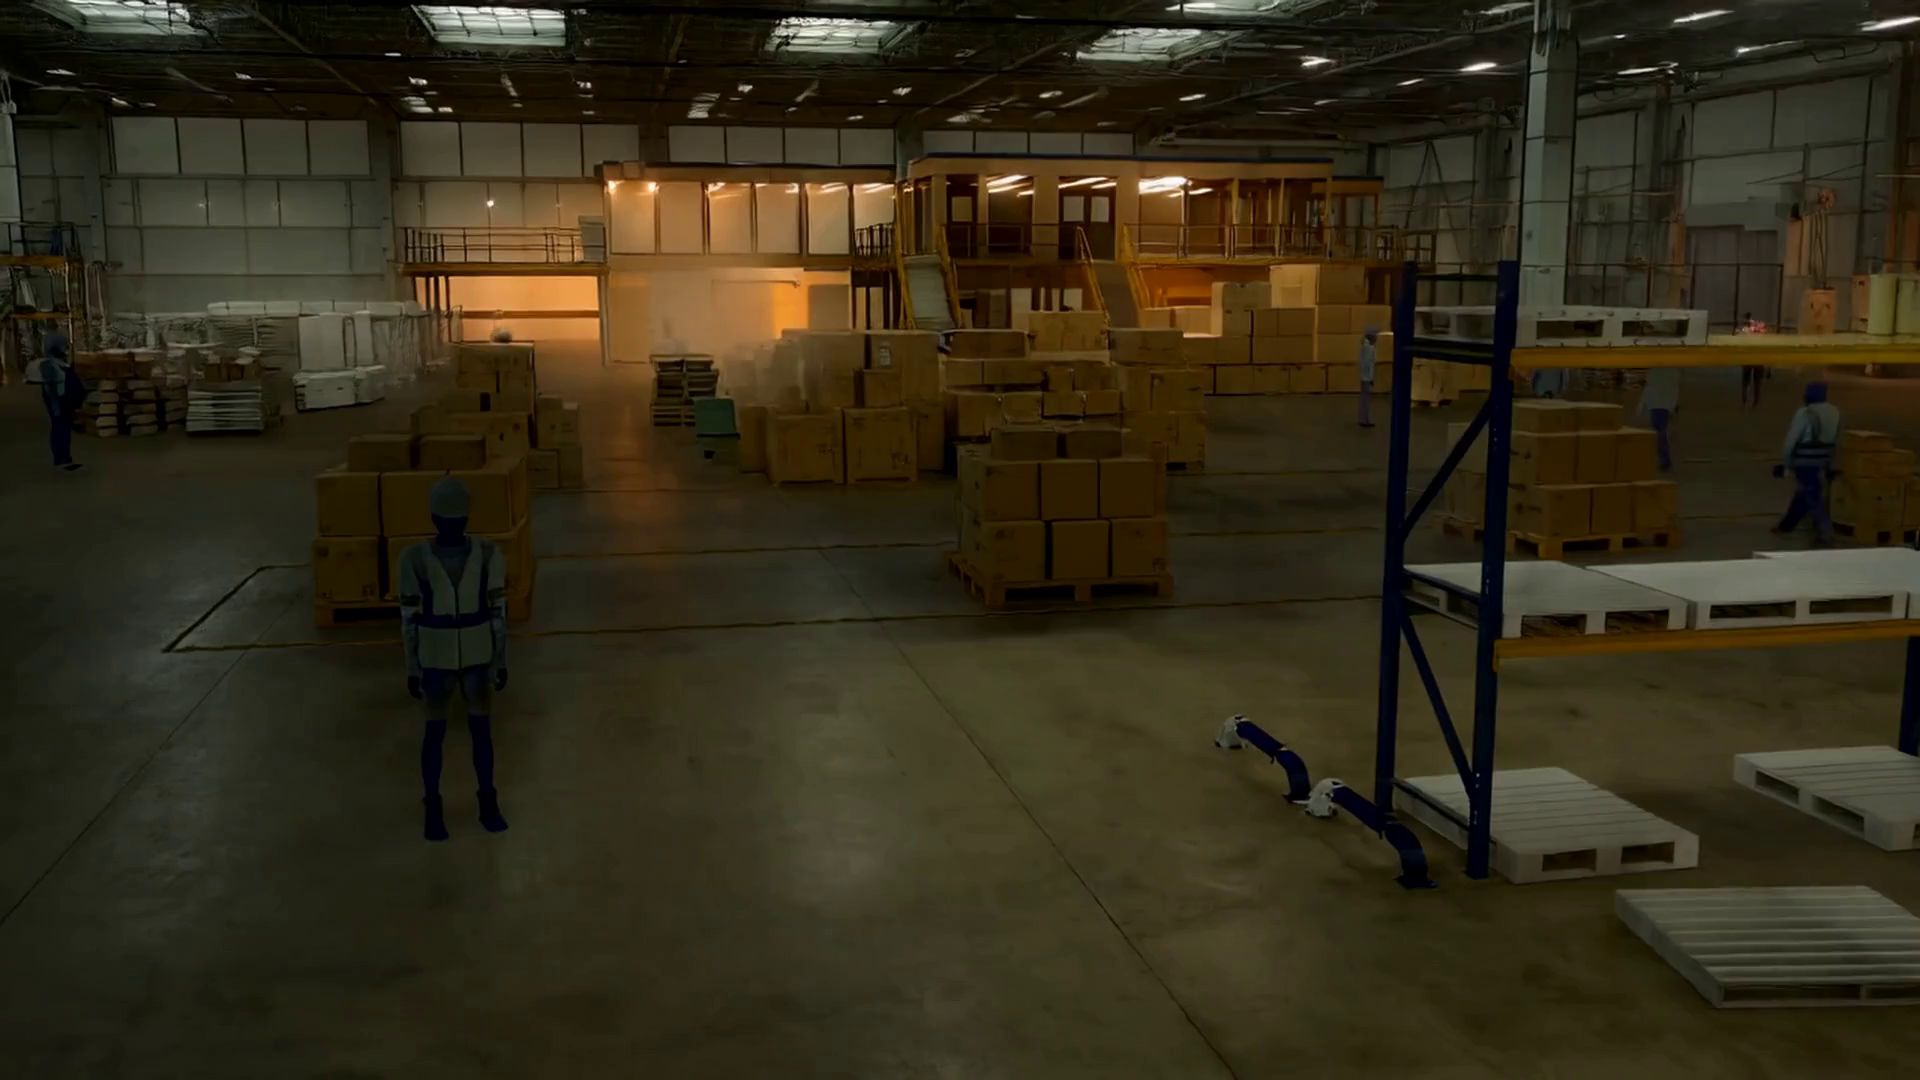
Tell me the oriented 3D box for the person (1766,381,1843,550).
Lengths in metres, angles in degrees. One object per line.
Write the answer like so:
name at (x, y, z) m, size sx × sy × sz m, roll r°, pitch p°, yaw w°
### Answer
person at (9.124, -0.809, 17.880) m, size 0.634 × 1.799 × 0.953 m, roll -5°, pitch 10°, yaw -27°

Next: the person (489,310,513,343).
person at (-12.375, -5.287, 44.984) m, size 0.609 × 1.839 × 0.943 m, roll 0°, pitch 9°, yaw 3°

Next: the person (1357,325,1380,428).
person at (7.654, -3.057, 31.152) m, size 0.366 × 1.926 × 0.594 m, roll 0°, pitch 9°, yaw -1°

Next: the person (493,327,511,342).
person at (-7.627, -2.585, 28.072) m, size 0.618 × 2.014 × 0.964 m, roll -9°, pitch 13°, yaw -44°

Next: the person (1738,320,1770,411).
person at (16.562, -3.625, 34.683) m, size 0.622 × 1.892 × 0.982 m, roll 6°, pitch 11°, yaw 34°

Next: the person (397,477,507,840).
person at (-2.644, 0.622, 8.746) m, size 0.542 × 1.928 × 0.399 m, roll -4°, pitch 10°, yaw -25°

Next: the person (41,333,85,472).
person at (-13.209, -2.030, 24.552) m, size 0.536 × 2.000 × 0.688 m, roll -2°, pitch 10°, yaw -14°

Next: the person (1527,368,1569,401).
person at (9.802, -2.514, 27.870) m, size 0.650 × 1.911 × 0.837 m, roll -1°, pitch 9°, yaw -4°

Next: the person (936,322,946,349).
person at (-0.372, -3.944, 36.950) m, size 0.906 × 1.813 × 0.630 m, roll 6°, pitch 11°, yaw 32°

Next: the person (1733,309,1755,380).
person at (21.115, -5.224, 44.482) m, size 0.549 × 1.891 × 0.963 m, roll -9°, pitch 13°, yaw -44°

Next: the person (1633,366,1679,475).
person at (10.108, -1.940, 24.239) m, size 0.627 × 1.963 × 0.844 m, roll -7°, pitch 12°, yaw -38°
